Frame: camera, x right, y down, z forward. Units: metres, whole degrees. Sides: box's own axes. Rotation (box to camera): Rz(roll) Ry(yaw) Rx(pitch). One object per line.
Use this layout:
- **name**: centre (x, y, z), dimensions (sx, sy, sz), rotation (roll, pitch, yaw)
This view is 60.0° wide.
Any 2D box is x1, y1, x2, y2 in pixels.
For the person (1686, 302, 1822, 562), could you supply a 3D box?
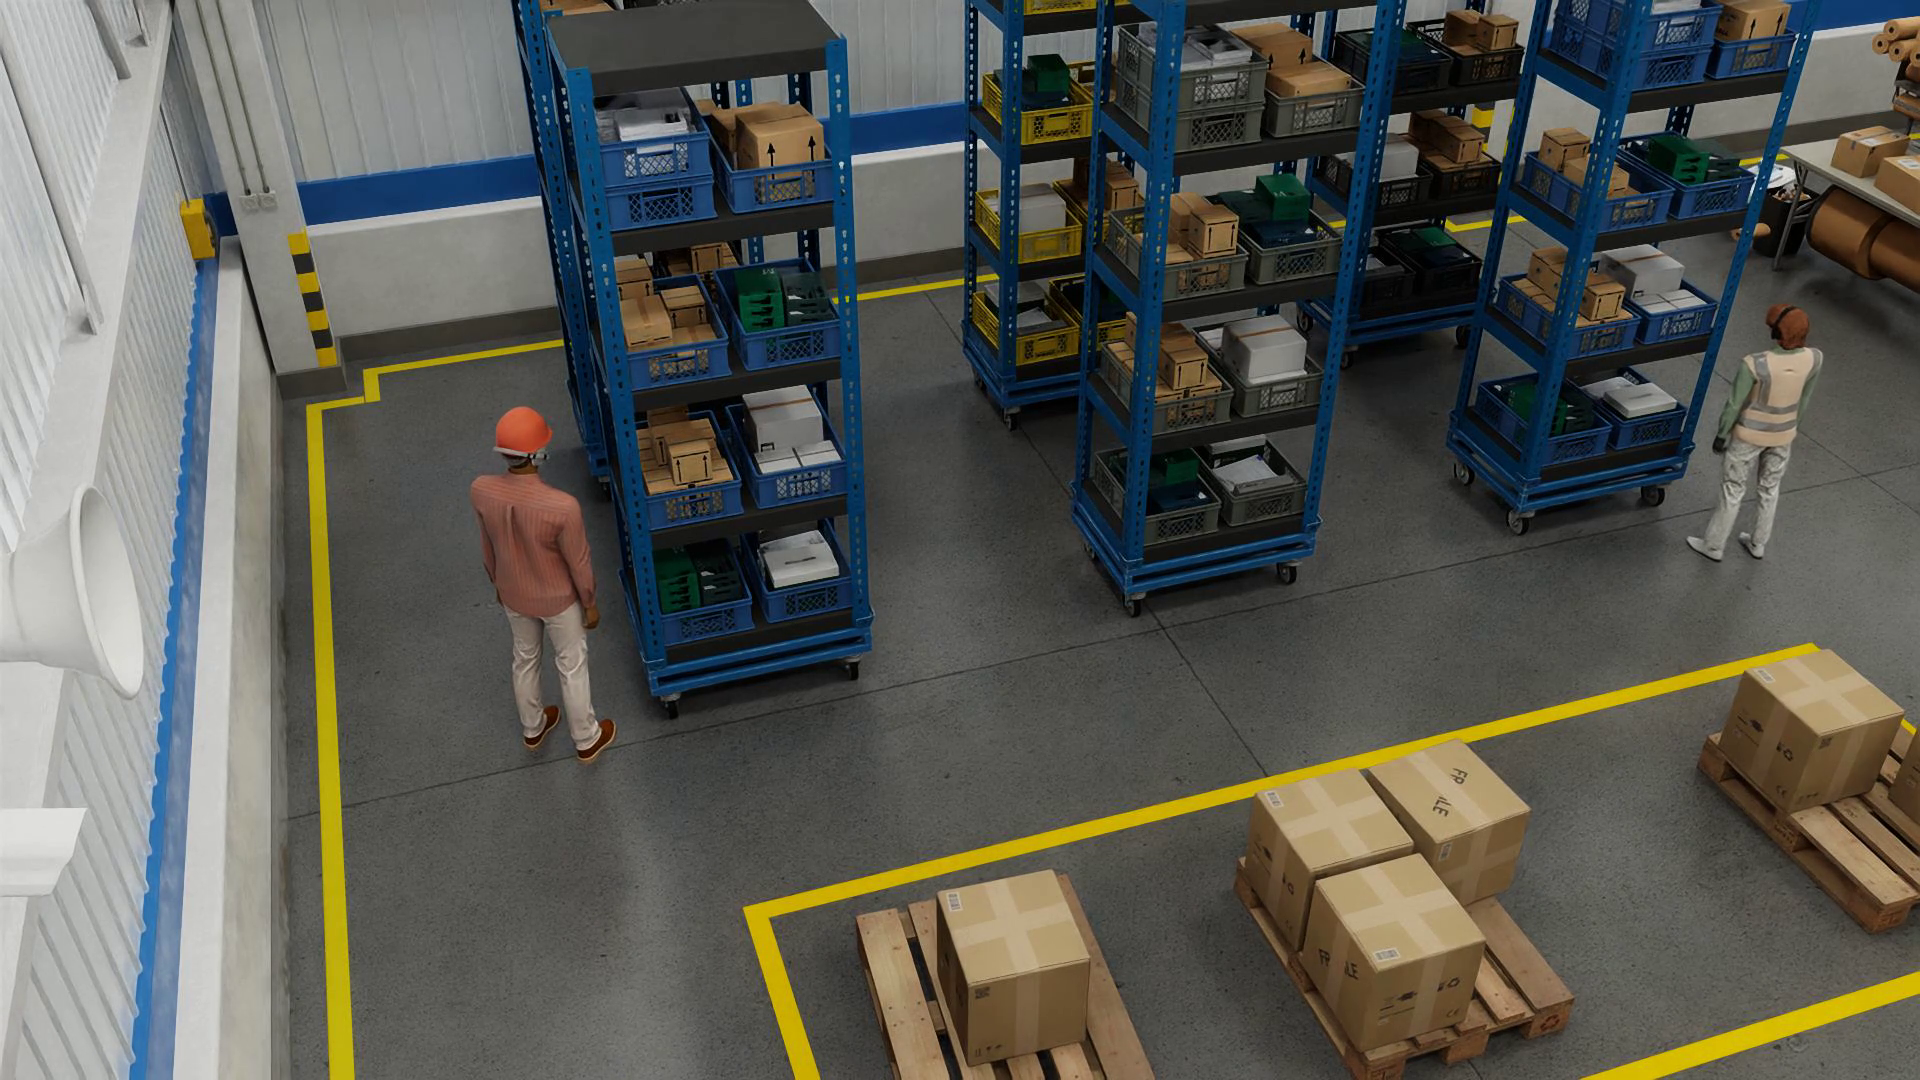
- **person**: centre (4.674, -0.615, 9.739), dimensions (0.528, 1.627, 0.323), rotation (-5, 36, -7)

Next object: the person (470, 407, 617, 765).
- **person**: centre (-2.054, 0.233, 8.230), dimensions (0.611, 1.985, 0.415), rotation (12, 37, 16)

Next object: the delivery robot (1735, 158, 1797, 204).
- **delivery robot**: centre (6.665, -2.943, 13.881), dimensions (0.707, 0.478, 0.477), rotation (-25, 42, -31)
